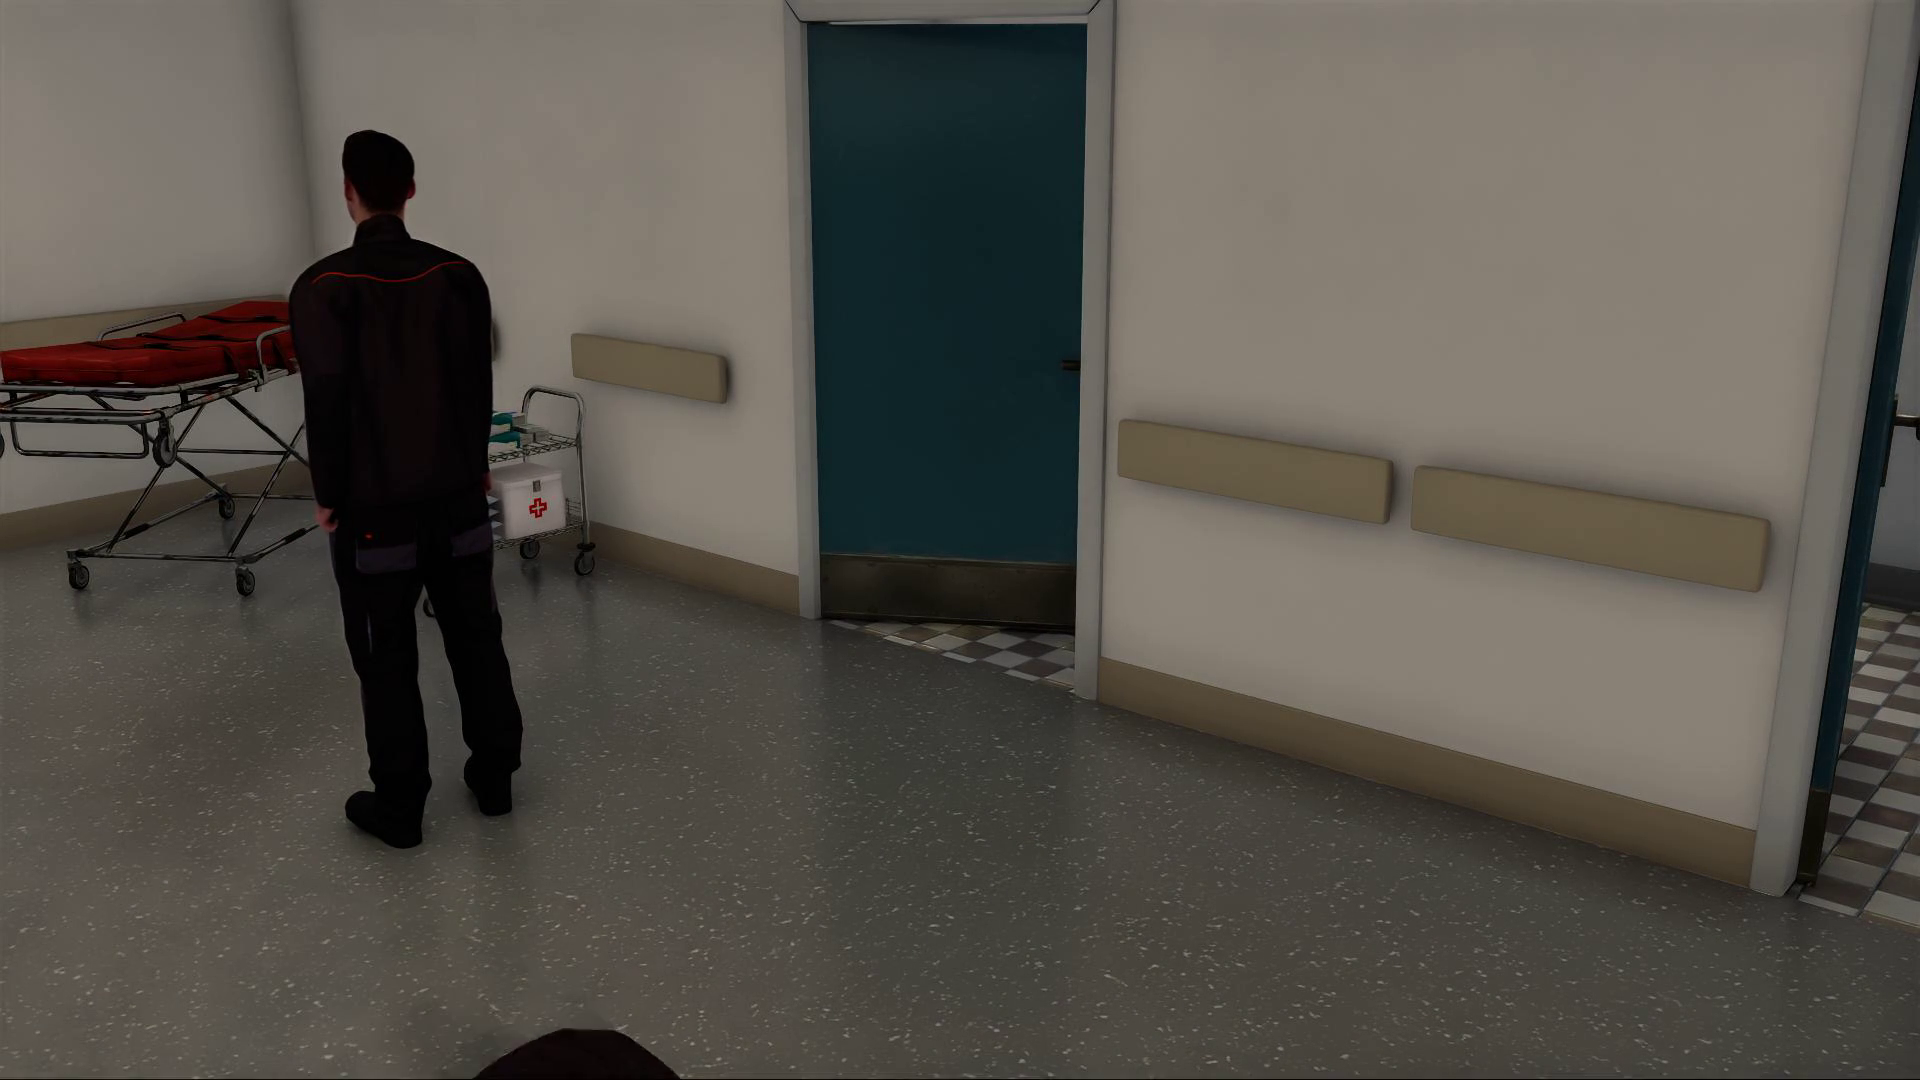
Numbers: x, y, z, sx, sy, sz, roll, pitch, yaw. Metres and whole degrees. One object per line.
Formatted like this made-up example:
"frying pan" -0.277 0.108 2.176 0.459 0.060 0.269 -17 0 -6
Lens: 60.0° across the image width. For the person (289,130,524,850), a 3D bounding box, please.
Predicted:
"person" -1.488 -0.130 4.489 0.720 1.916 0.635 -13 20 -39
